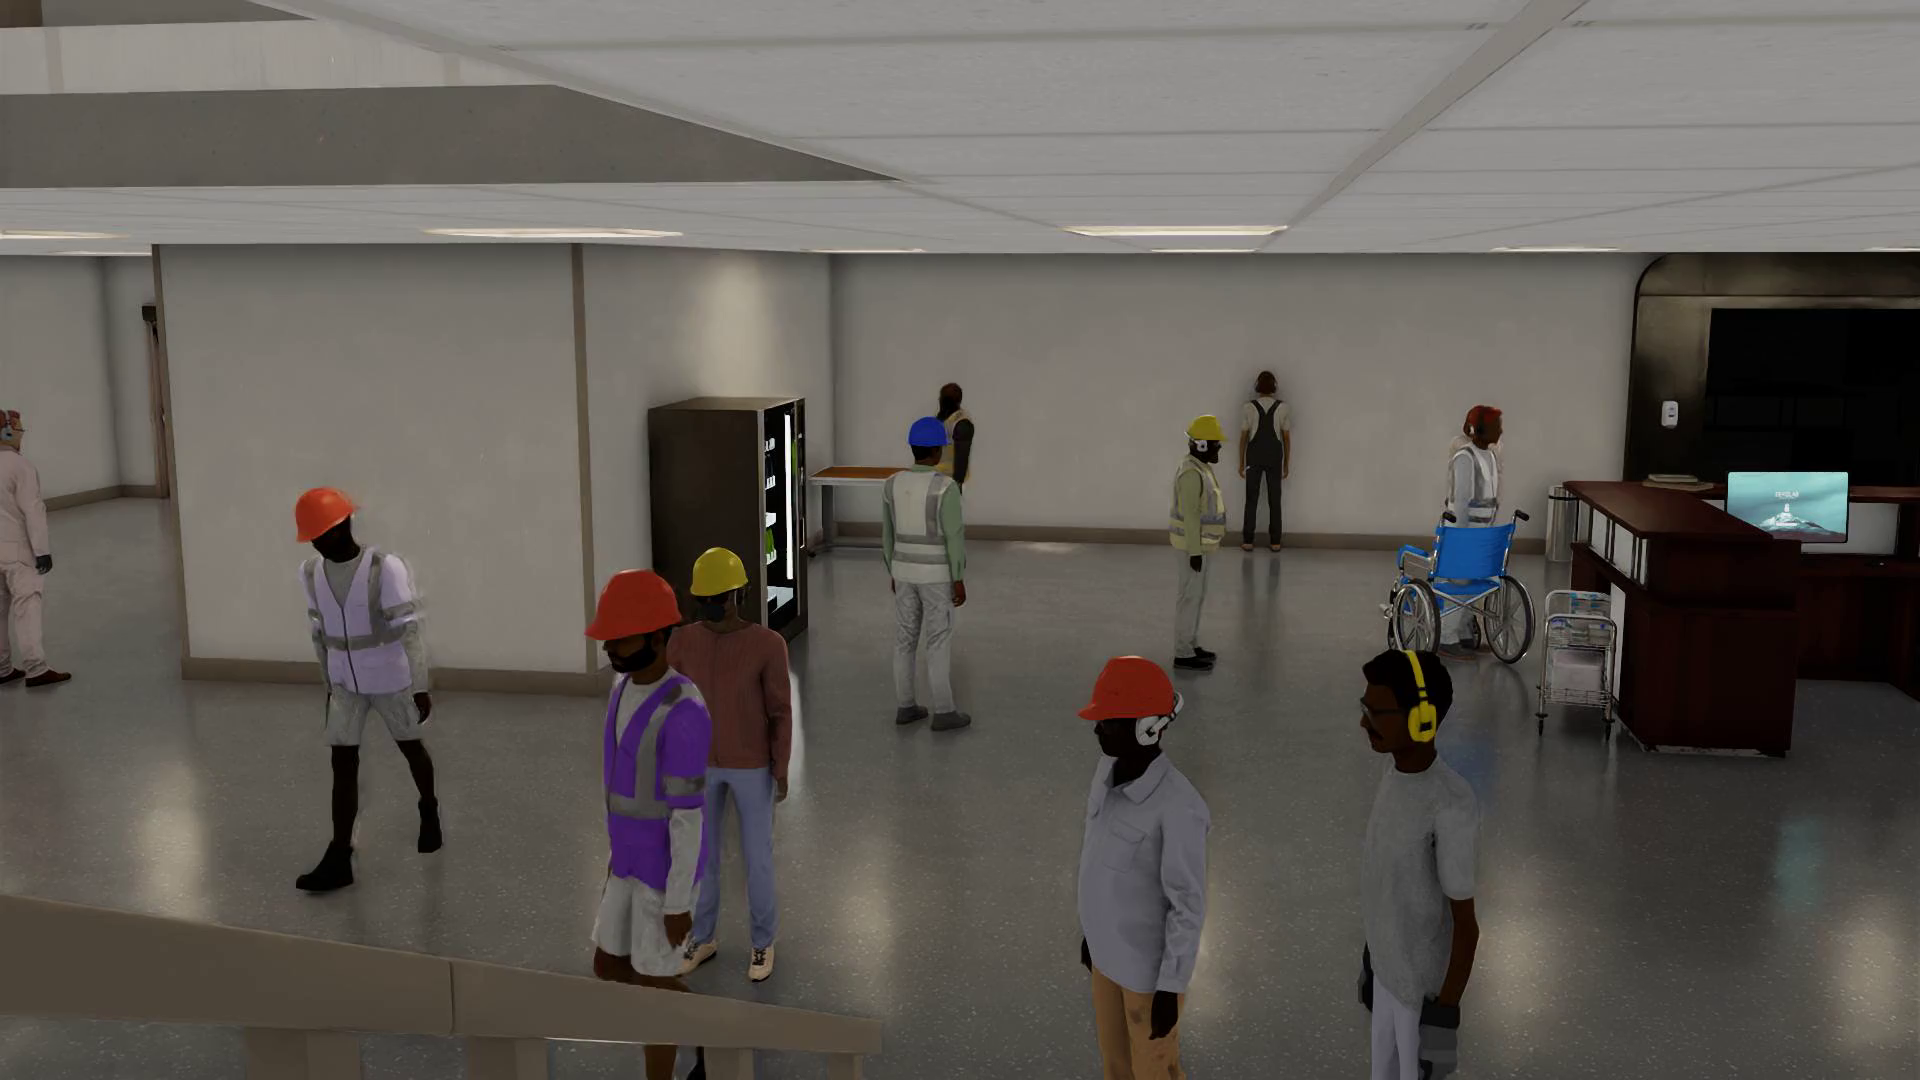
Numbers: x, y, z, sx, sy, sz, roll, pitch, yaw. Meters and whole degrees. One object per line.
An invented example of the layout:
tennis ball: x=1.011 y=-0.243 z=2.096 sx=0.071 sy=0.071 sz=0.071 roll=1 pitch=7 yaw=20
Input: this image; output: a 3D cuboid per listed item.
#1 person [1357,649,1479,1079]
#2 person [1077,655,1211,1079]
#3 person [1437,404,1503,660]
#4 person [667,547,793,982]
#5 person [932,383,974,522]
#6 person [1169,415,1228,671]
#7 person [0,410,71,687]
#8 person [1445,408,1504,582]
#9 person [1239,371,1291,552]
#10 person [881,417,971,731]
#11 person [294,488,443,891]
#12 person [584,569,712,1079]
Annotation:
person: x=1.199 y=1.203 z=4.467 sx=0.309 sy=1.864 sz=0.534 roll=-1 pitch=9 yaw=-6
person: x=0.493 y=1.193 z=4.861 sx=0.327 sy=1.753 sz=0.560 roll=-4 pitch=10 yaw=-22
person: x=3.777 y=-0.062 z=12.242 sx=0.368 sy=1.875 sz=0.589 roll=8 pitch=12 yaw=40
person: x=-0.936 y=0.899 z=6.651 sx=0.533 sy=1.767 sz=0.327 roll=2 pitch=9 yaw=11
person: x=-0.133 y=-0.577 z=15.650 sx=0.432 sy=1.807 sz=0.712 roll=-5 pitch=11 yaw=-29
person: x=1.710 y=0.016 z=11.939 sx=0.403 sy=1.822 sz=0.592 roll=3 pitch=10 yaw=16
person: x=-6.495 y=0.058 z=11.418 sx=0.636 sy=1.903 sz=0.404 roll=3 pitch=10 yaw=17
person: x=4.645 y=-0.390 z=15.042 sx=0.504 sy=1.627 sz=0.286 roll=6 pitch=11 yaw=33
person: x=3.078 y=-0.789 z=16.835 sx=0.506 sy=1.838 sz=0.339 roll=1 pitch=9 yaw=7
person: x=-0.209 y=0.209 z=10.331 sx=0.602 sy=1.949 sz=0.392 roll=7 pitch=12 yaw=37
person: x=-2.751 y=0.659 z=7.850 sx=0.689 sy=1.869 sz=0.972 roll=1 pitch=9 yaw=8
person: x=-0.960 y=1.028 z=5.349 sx=0.556 sy=1.925 sz=0.572 roll=-6 pitch=11 yaw=-34
